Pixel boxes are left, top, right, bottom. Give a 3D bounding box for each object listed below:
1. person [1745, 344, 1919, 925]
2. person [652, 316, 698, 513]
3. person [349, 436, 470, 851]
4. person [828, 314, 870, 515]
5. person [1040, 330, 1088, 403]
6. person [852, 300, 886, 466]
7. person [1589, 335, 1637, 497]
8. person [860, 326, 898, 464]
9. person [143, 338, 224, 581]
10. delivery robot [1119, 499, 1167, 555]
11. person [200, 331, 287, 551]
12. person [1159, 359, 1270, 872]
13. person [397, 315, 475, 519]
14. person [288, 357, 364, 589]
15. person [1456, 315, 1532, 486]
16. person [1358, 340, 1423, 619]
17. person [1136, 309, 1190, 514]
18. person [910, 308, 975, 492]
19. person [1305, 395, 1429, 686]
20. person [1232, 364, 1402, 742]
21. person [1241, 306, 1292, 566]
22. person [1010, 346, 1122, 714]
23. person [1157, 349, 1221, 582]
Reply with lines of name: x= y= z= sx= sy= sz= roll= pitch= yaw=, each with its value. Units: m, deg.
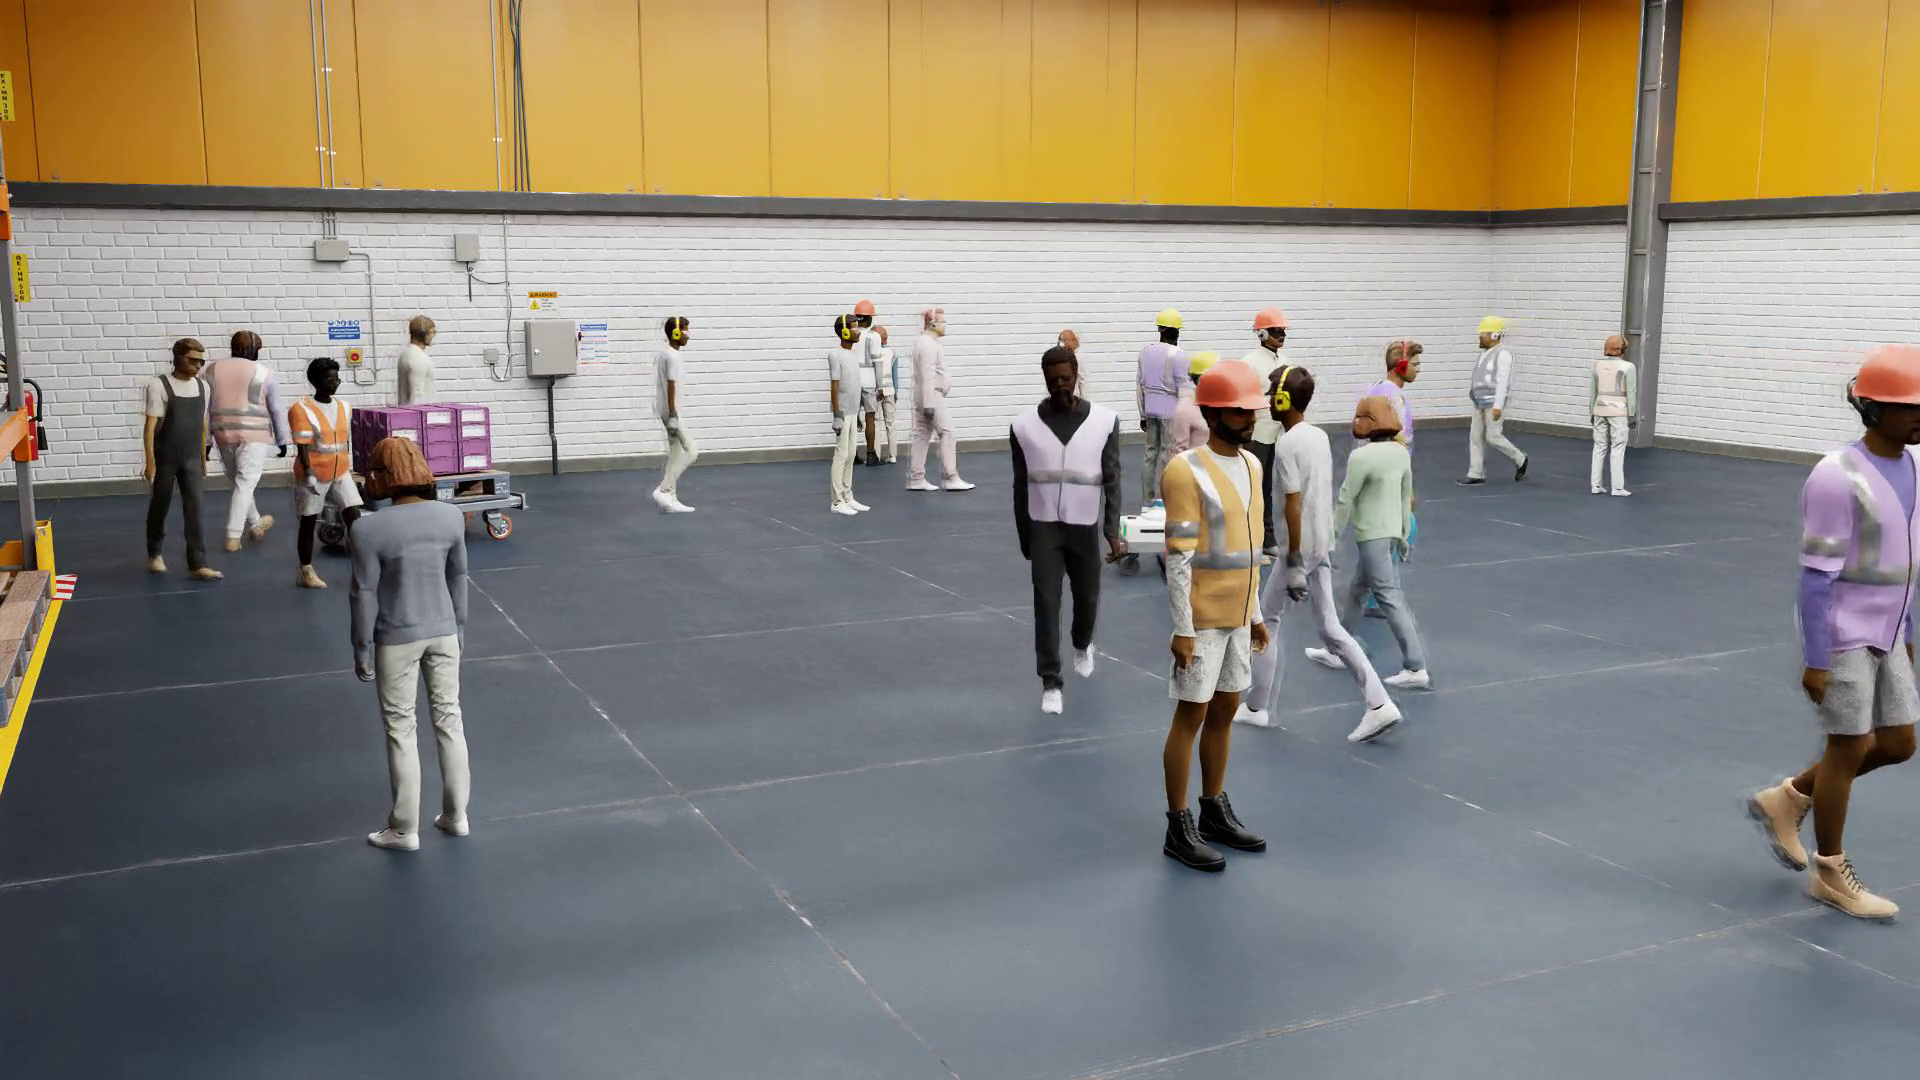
person: x=3.141 y=0.322 z=5.857 sx=0.650 sy=2.025 sz=0.615 roll=-5 pitch=11 yaw=-30
person: x=-2.662 y=-1.167 z=15.616 sx=0.395 sy=1.848 sz=0.545 roll=-3 pitch=10 yaw=-16
person: x=-2.162 y=0.405 z=6.557 sx=0.278 sy=1.628 sz=0.500 roll=8 pitch=12 yaw=41
person: x=-1.048 y=-1.176 z=15.606 sx=0.318 sy=1.872 sz=0.531 roll=3 pitch=10 yaw=20
person: x=1.209 y=-1.637 z=19.333 sx=0.859 sy=1.593 sz=0.516 roll=-7 pitch=11 yaw=-37
person: x=-1.119 y=-1.828 z=19.445 sx=0.553 sy=1.935 sz=0.365 roll=5 pitch=11 yaw=29
person: x=6.595 y=-1.255 z=16.841 sx=0.328 sy=1.631 sz=0.517 roll=-6 pitch=11 yaw=-32
person: x=-0.942 y=-1.693 z=19.530 sx=0.523 sy=1.638 sz=0.310 roll=-7 pitch=11 yaw=-37
person: x=-5.844 y=-0.604 z=12.351 sx=0.938 sy=1.788 sz=0.598 roll=6 pitch=11 yaw=35
delivery robot: x=1.545 y=-0.063 z=12.484 sx=0.707 sy=0.478 sz=0.477 roll=0 pitch=9 yaw=0
person: x=-5.896 y=-0.830 z=13.740 sx=0.644 sy=1.778 sz=0.989 roll=0 pitch=9 yaw=-1
person: x=1.001 y=0.278 z=6.375 sx=0.362 sy=1.939 sz=0.542 roll=9 pitch=13 yaw=44
person: x=-4.958 y=-1.080 z=14.964 sx=0.996 sy=1.899 sz=0.642 roll=-5 pitch=11 yaw=-30
person: x=-4.421 y=-0.447 z=11.726 sx=0.836 sy=1.661 sz=0.541 roll=6 pitch=11 yaw=33
person: x=5.650 y=-1.454 z=17.500 sx=0.700 sy=1.816 sz=0.588 roll=-2 pitch=9 yaw=-10
person: x=2.781 y=-0.381 z=10.805 sx=0.454 sy=1.823 sz=0.569 roll=2 pitch=9 yaw=11
person: x=1.904 y=-1.177 z=15.436 sx=0.382 sy=1.924 sz=0.594 roll=-8 pitch=12 yaw=-40
person: x=-0.164 y=-1.428 z=17.112 sx=0.785 sy=1.881 sz=0.673 roll=-1 pitch=9 yaw=-8
person: x=2.289 y=-0.007 z=9.220 sx=0.851 sy=1.587 sz=0.507 roll=9 pitch=13 yaw=44
person: x=1.729 y=0.064 z=8.077 sx=0.941 sy=1.830 sz=0.522 roll=8 pitch=12 yaw=39
person: x=2.383 y=-0.809 z=12.940 sx=0.375 sy=1.997 sz=0.611 roll=9 pitch=13 yaw=43
person: x=0.554 y=-0.089 z=8.807 sx=0.587 sy=1.893 sz=0.829 roll=0 pitch=9 yaw=2
person: x=1.587 y=-0.426 z=11.307 sx=0.528 sy=1.752 sz=0.616 roll=-9 pitch=12 yaw=-43
